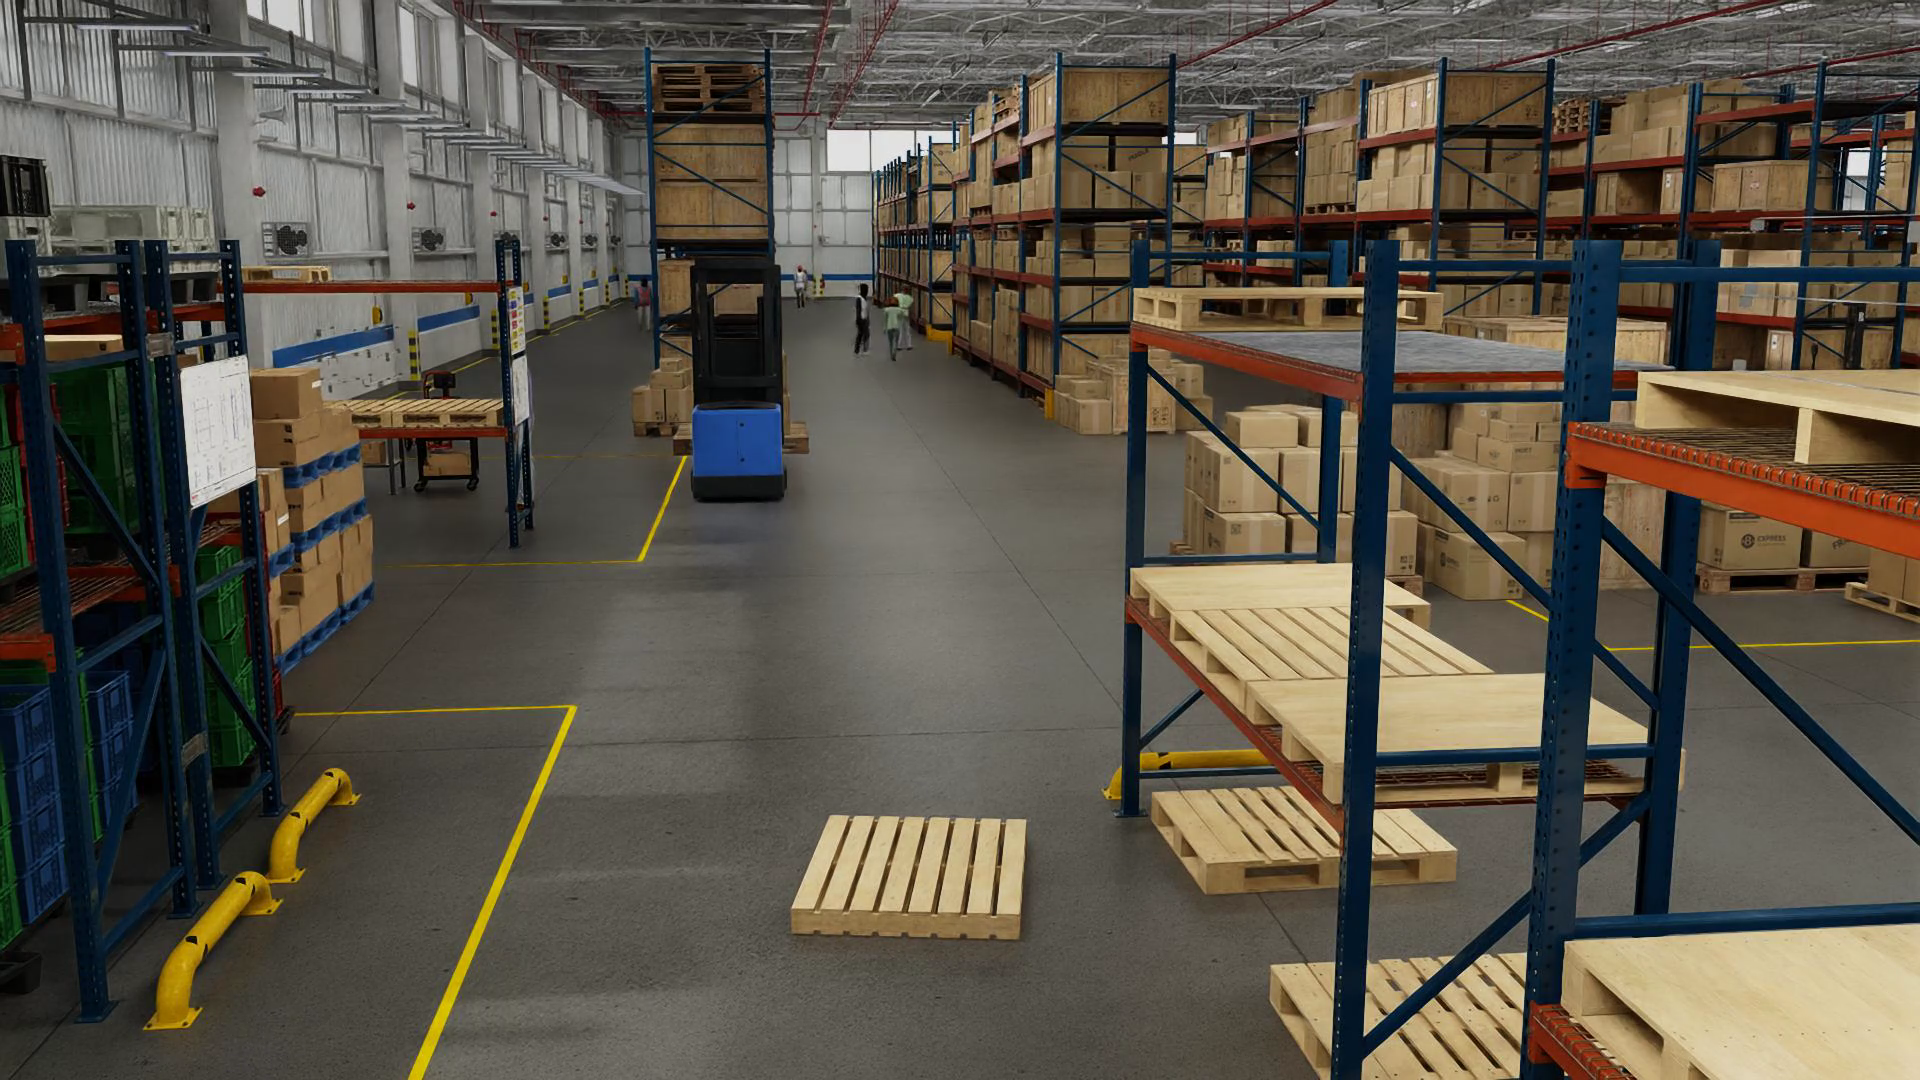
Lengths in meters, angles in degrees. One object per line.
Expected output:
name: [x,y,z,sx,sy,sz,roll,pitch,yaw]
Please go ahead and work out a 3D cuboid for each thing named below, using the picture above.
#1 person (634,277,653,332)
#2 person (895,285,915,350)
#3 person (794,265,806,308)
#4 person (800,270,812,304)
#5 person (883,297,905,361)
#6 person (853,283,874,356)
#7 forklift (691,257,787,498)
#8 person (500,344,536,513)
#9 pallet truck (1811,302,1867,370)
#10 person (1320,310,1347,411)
person: [-10.463,-7.795,55.086,0.627,1.816,0.804,-3,11,-16]
person: [-1.582,-6.119,45.841,0.683,1.806,0.393,-4,11,-22]
person: [-7.173,-11.358,74.541,0.552,1.924,0.445,-2,10,-10]
person: [-7.347,-12.008,78.925,0.456,1.625,0.529,1,10,3]
person: [-1.637,-5.317,41.939,0.530,1.588,0.829,2,10,11]
person: [-2.481,-5.765,43.594,0.754,1.892,0.615,3,11,14]
forklift: [-2.670,-1.987,19.946,1.129,2.768,1.873,-1,10,-6]
person: [-4.944,-1.269,18.590,0.371,1.935,0.627,-1,10,-6]
pallet truck: [15.846,-3.142,28.793,1.885,1.965,0.823,2,10,12]
person: [6.594,-3.113,29.052,0.663,1.855,1.007,-5,11,-27]
